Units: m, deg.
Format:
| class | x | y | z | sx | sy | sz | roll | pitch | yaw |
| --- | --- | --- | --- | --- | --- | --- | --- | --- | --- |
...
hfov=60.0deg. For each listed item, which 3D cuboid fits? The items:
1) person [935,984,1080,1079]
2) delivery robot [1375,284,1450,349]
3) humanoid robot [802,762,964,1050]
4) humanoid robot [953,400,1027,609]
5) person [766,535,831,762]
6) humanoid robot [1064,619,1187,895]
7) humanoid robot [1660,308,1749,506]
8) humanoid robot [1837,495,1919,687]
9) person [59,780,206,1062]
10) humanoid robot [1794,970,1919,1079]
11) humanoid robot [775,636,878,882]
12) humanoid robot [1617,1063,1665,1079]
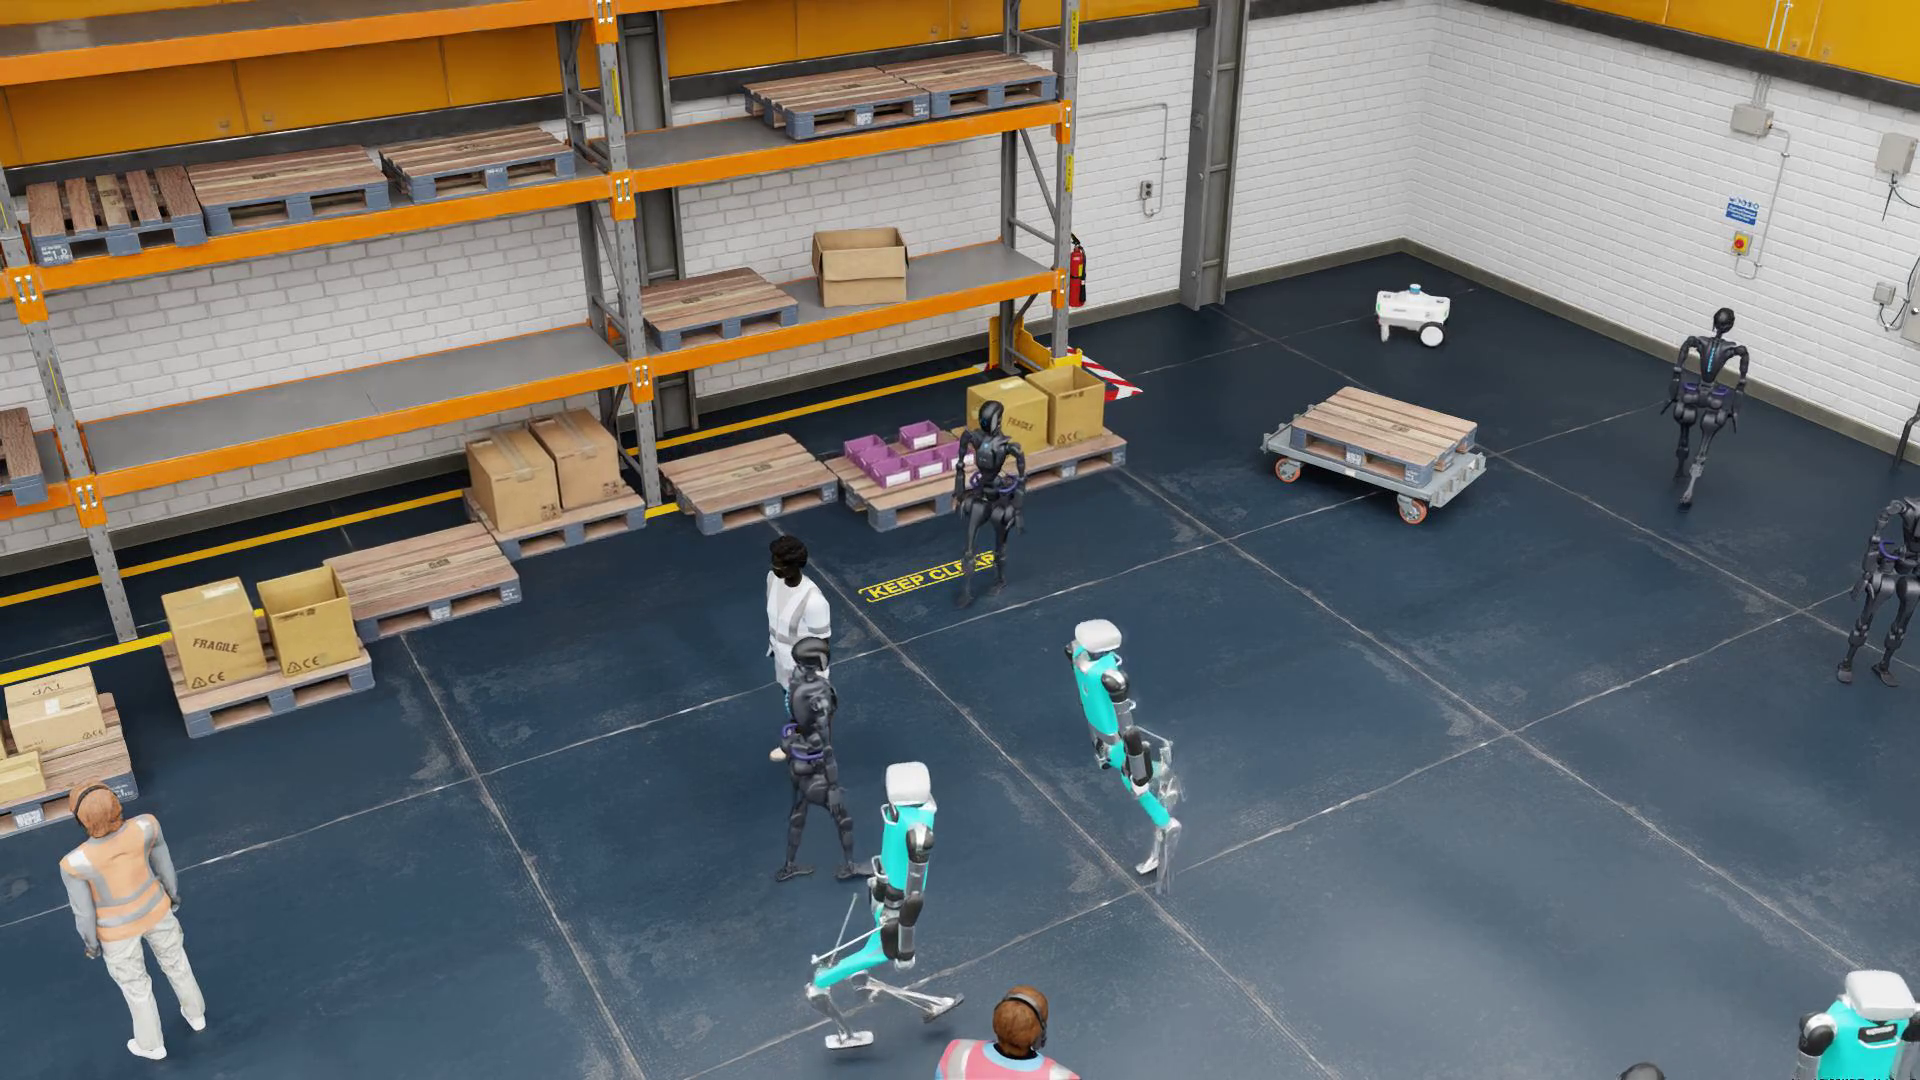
| class | x | y | z | sx | sy | sz | roll | pitch | yaw |
| --- | --- | --- | --- | --- | --- | --- | --- | --- | --- |
| person | 0.215 | 2.564 | 6.853 | 0.629 | 1.836 | 0.431 | 10 | 31 | 17 |
| delivery robot | 4.566 | -2.254 | 16.691 | 0.783 | 0.612 | 0.522 | 9 | 31 | 15 |
| humanoid robot | -0.442 | 1.868 | 8.158 | 0.981 | 1.723 | 0.537 | -7 | 30 | -12 |
| humanoid robot | 0.208 | -0.255 | 12.011 | 0.590 | 1.642 | 0.632 | 13 | 32 | 21 |
| person | -1.001 | 0.714 | 10.254 | 0.319 | 1.698 | 0.537 | -24 | 38 | -36 |
| humanoid robot | 1.035 | 1.207 | 9.409 | 0.888 | 1.820 | 0.585 | -13 | 32 | -22 |
| humanoid robot | 6.044 | -1.100 | 13.541 | 0.608 | 1.636 | 0.763 | 16 | 33 | 26 |
| humanoid robot | 6.306 | 0.238 | 11.107 | 0.599 | 1.657 | 0.315 | 6 | 30 | 10 |
| person | -4.096 | 1.884 | 8.244 | 0.304 | 1.639 | 0.521 | 19 | 34 | 29 |
| humanoid robot | 3.729 | 2.680 | 6.779 | 0.567 | 1.783 | 0.939 | -3 | 30 | -6 |
| humanoid robot | -0.798 | 1.226 | 9.385 | 0.589 | 1.641 | 0.601 | -12 | 32 | -20 |
| humanoid robot | 2.614 | 2.704 | 6.752 | 0.370 | 1.642 | 0.584 | -25 | 38 | -37 |
